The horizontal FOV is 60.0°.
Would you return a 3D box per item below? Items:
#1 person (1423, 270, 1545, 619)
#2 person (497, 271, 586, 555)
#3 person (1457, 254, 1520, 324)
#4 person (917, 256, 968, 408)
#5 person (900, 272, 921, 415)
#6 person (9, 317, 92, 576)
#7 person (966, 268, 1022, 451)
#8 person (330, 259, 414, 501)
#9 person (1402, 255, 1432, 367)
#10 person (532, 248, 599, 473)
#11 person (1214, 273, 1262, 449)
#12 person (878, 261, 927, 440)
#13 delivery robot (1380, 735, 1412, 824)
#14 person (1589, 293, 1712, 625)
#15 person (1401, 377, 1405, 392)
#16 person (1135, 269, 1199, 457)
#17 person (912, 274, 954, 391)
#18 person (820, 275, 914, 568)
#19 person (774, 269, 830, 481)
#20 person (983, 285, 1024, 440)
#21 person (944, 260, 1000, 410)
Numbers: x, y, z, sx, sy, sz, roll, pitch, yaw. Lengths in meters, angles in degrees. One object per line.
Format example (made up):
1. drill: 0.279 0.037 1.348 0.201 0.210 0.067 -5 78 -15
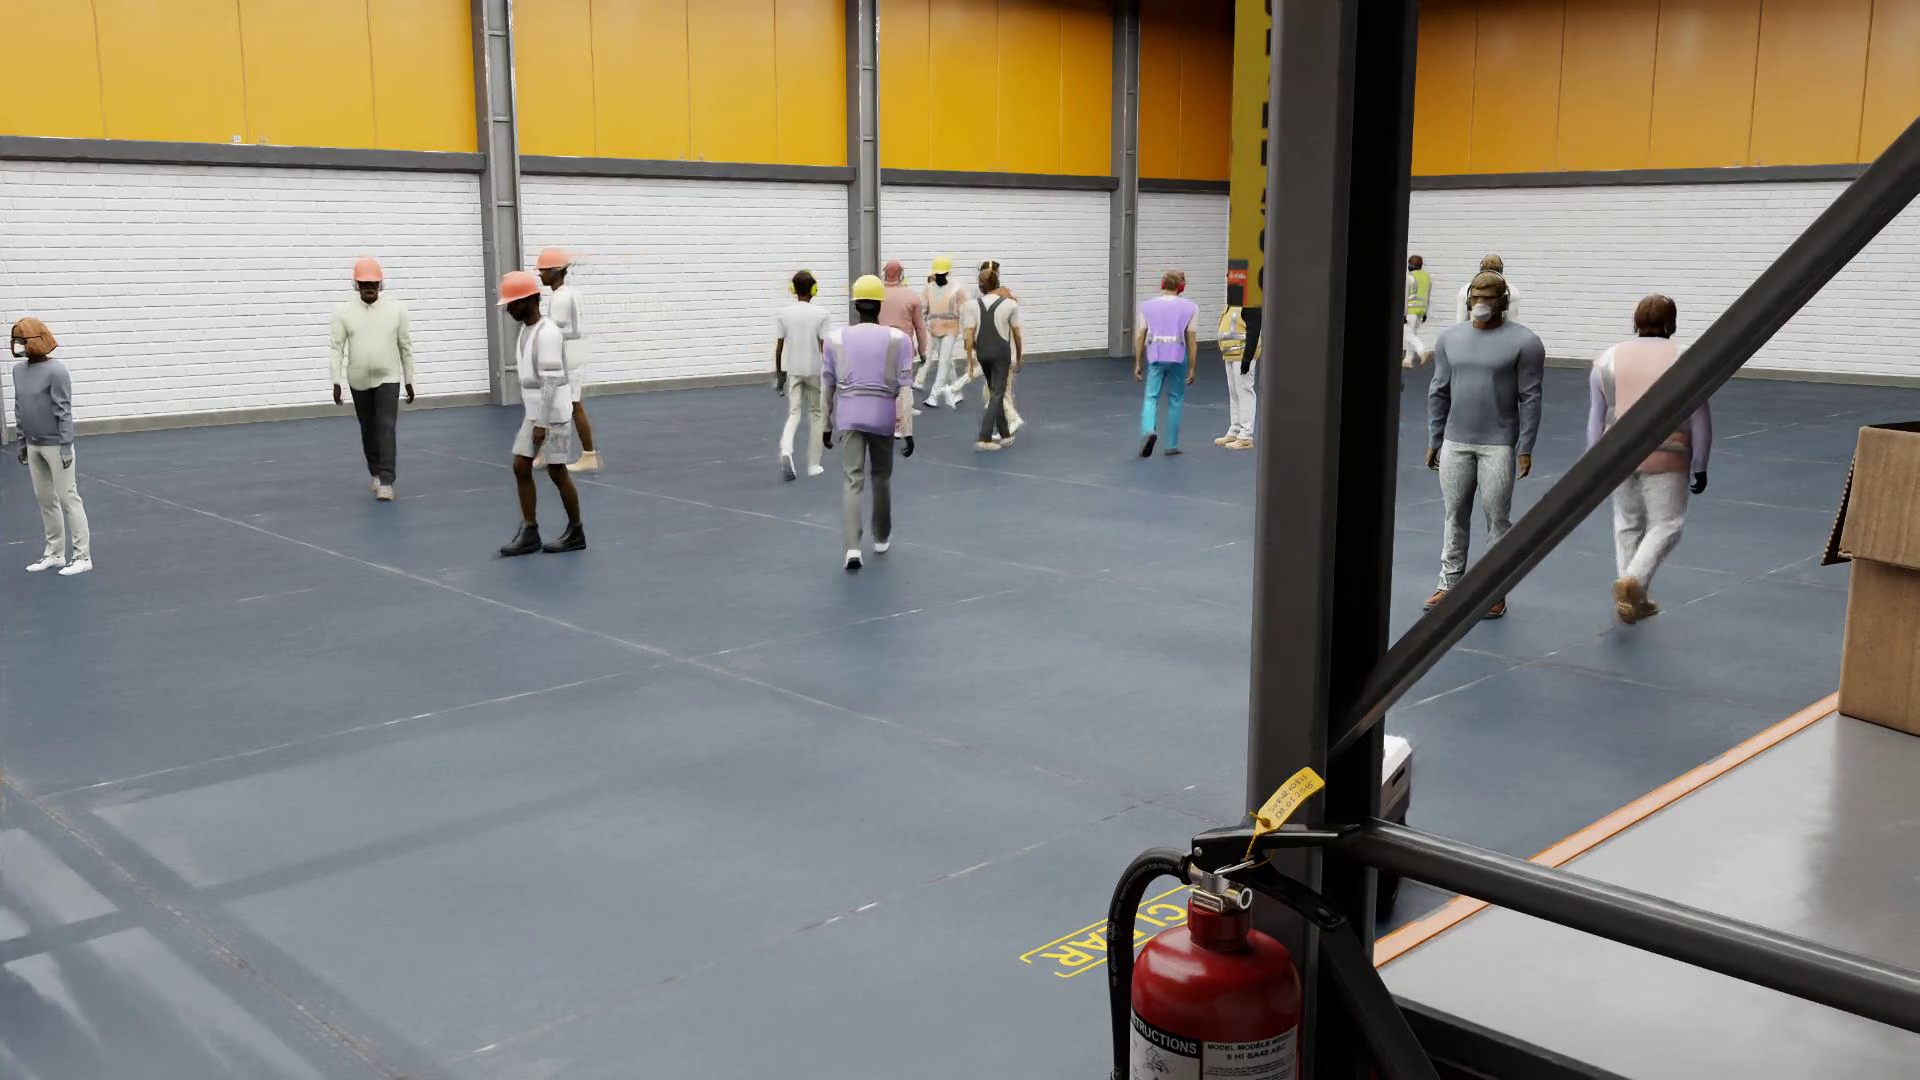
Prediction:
1. person: 2.917 -0.533 9.330 0.635 1.937 0.361 8 13 38
2. person: -2.800 -0.834 11.097 0.540 1.901 0.560 -8 13 -38
3. person: 5.518 -2.018 17.426 0.633 1.938 0.356 5 11 24
4. person: -0.223 -2.580 20.678 0.613 1.871 0.955 6 12 30
5. person: -0.679 -2.242 19.261 0.782 1.711 0.488 -6 12 -28
6. person: -5.759 -0.587 10.487 0.497 1.626 0.288 5 12 27
7. person: 0.334 -1.786 16.542 0.499 1.800 0.692 5 11 24
8. person: -4.811 -1.318 13.613 0.640 1.944 1.018 -3 11 -14
9. person: 7.327 -3.659 26.700 0.631 1.823 0.694 -7 12 -33
10. person: -3.648 -1.582 14.864 0.831 2.012 0.622 -2 11 -12
11. person: 2.795 -1.830 16.687 0.430 1.838 0.619 -1 10 -8
12. person: -0.674 -2.024 17.692 0.658 1.853 0.963 2 11 12
13. delivery robot: 1.249 0.818 5.482 0.477 0.478 0.707 5 12 27
14. person: 3.724 -0.425 9.050 0.636 1.826 0.699 10 14 43
15. person: 3.523 -1.449 14.238 0.840 1.962 0.637 -7 13 -34
16. person: 1.972 -1.686 15.947 0.597 1.817 0.688 3 11 15
17. person: -0.352 -2.820 22.707 0.536 1.599 0.814 8 13 38
18. person: -0.611 -0.776 10.820 0.614 1.885 0.980 0 10 2
19. person: -1.385 -1.444 14.564 0.519 1.849 0.806 2 11 9
20. person: 0.445 -1.826 17.232 0.389 1.618 0.524 5 12 26
21. person: 0.206 -2.476 20.235 0.776 1.842 0.526 -2 11 -12
